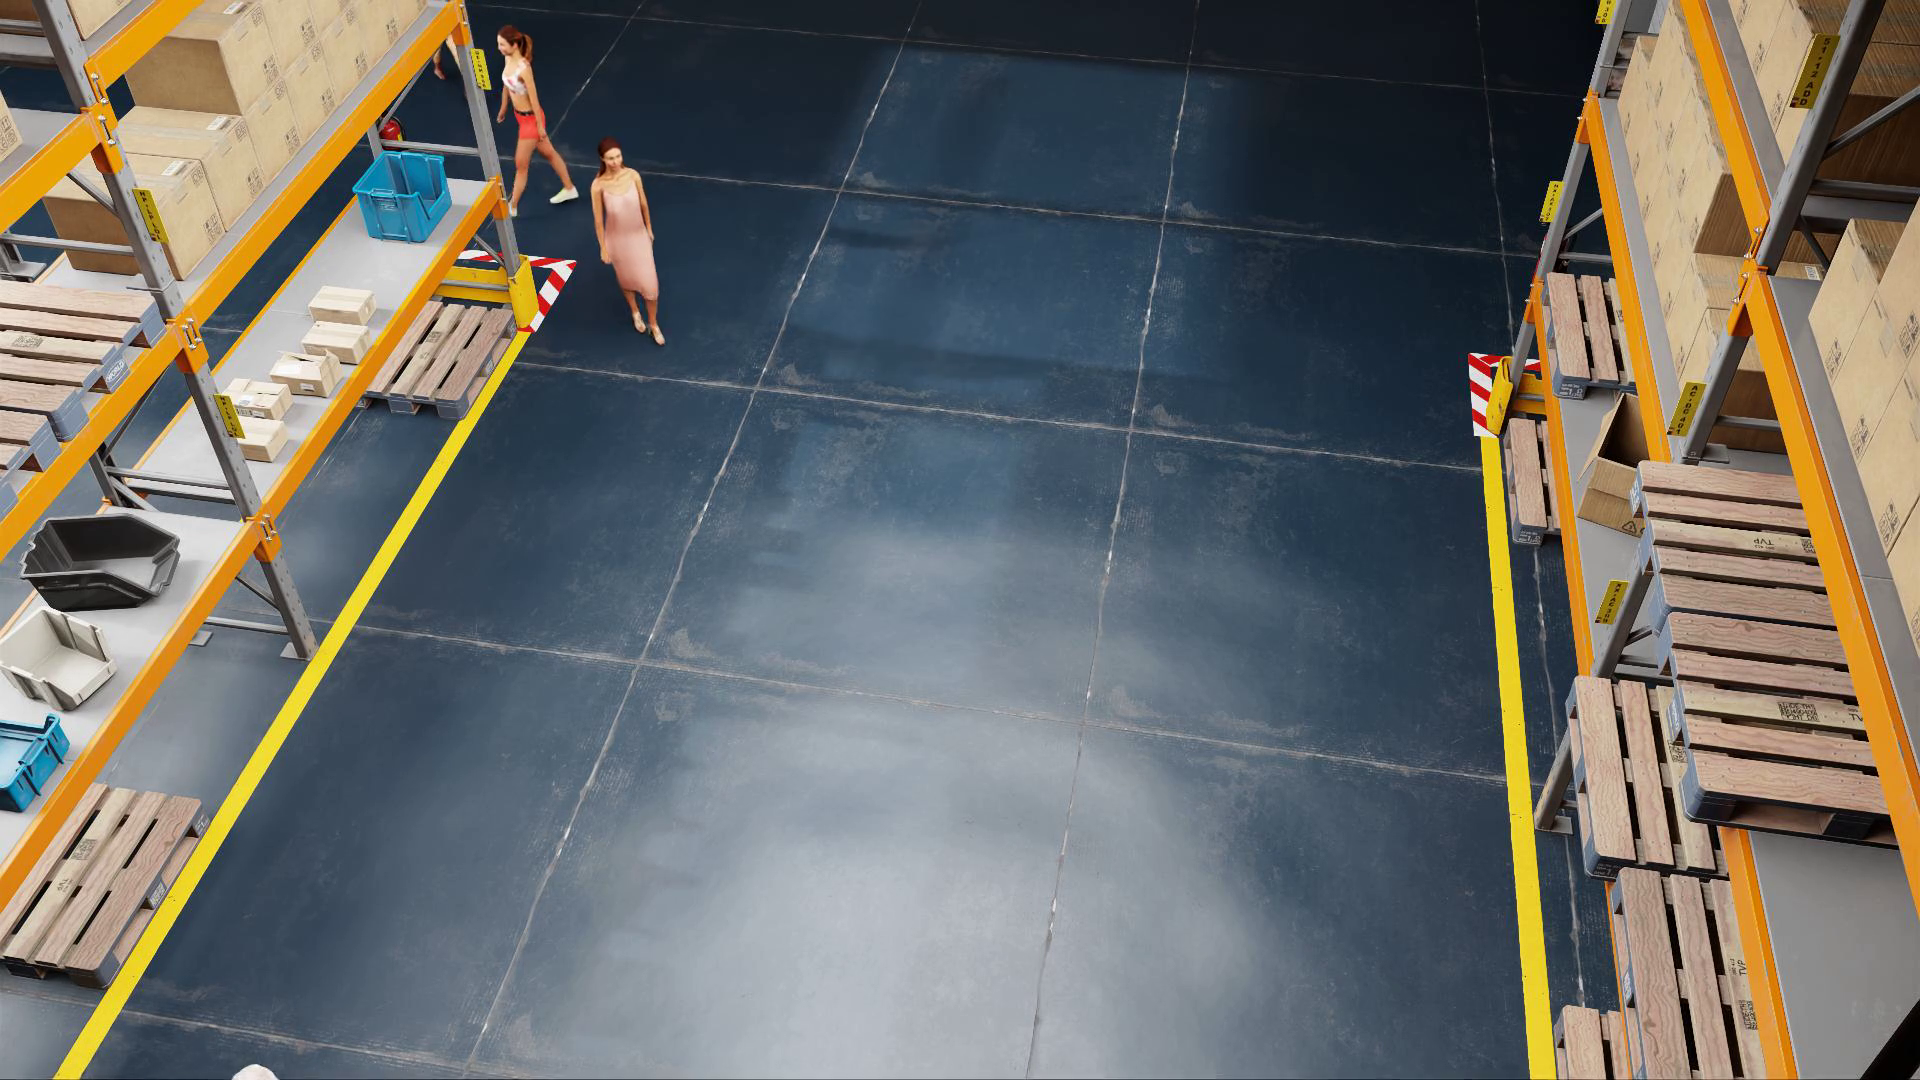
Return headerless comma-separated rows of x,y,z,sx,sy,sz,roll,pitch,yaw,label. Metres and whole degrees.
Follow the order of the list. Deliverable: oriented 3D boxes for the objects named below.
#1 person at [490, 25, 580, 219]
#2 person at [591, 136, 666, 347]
-3.707,-3.713,14.652,1.091,1.756,1.067,-22,48,-22,person
-2.688,-2.438,13.272,0.814,1.814,0.883,-17,46,-17,person
